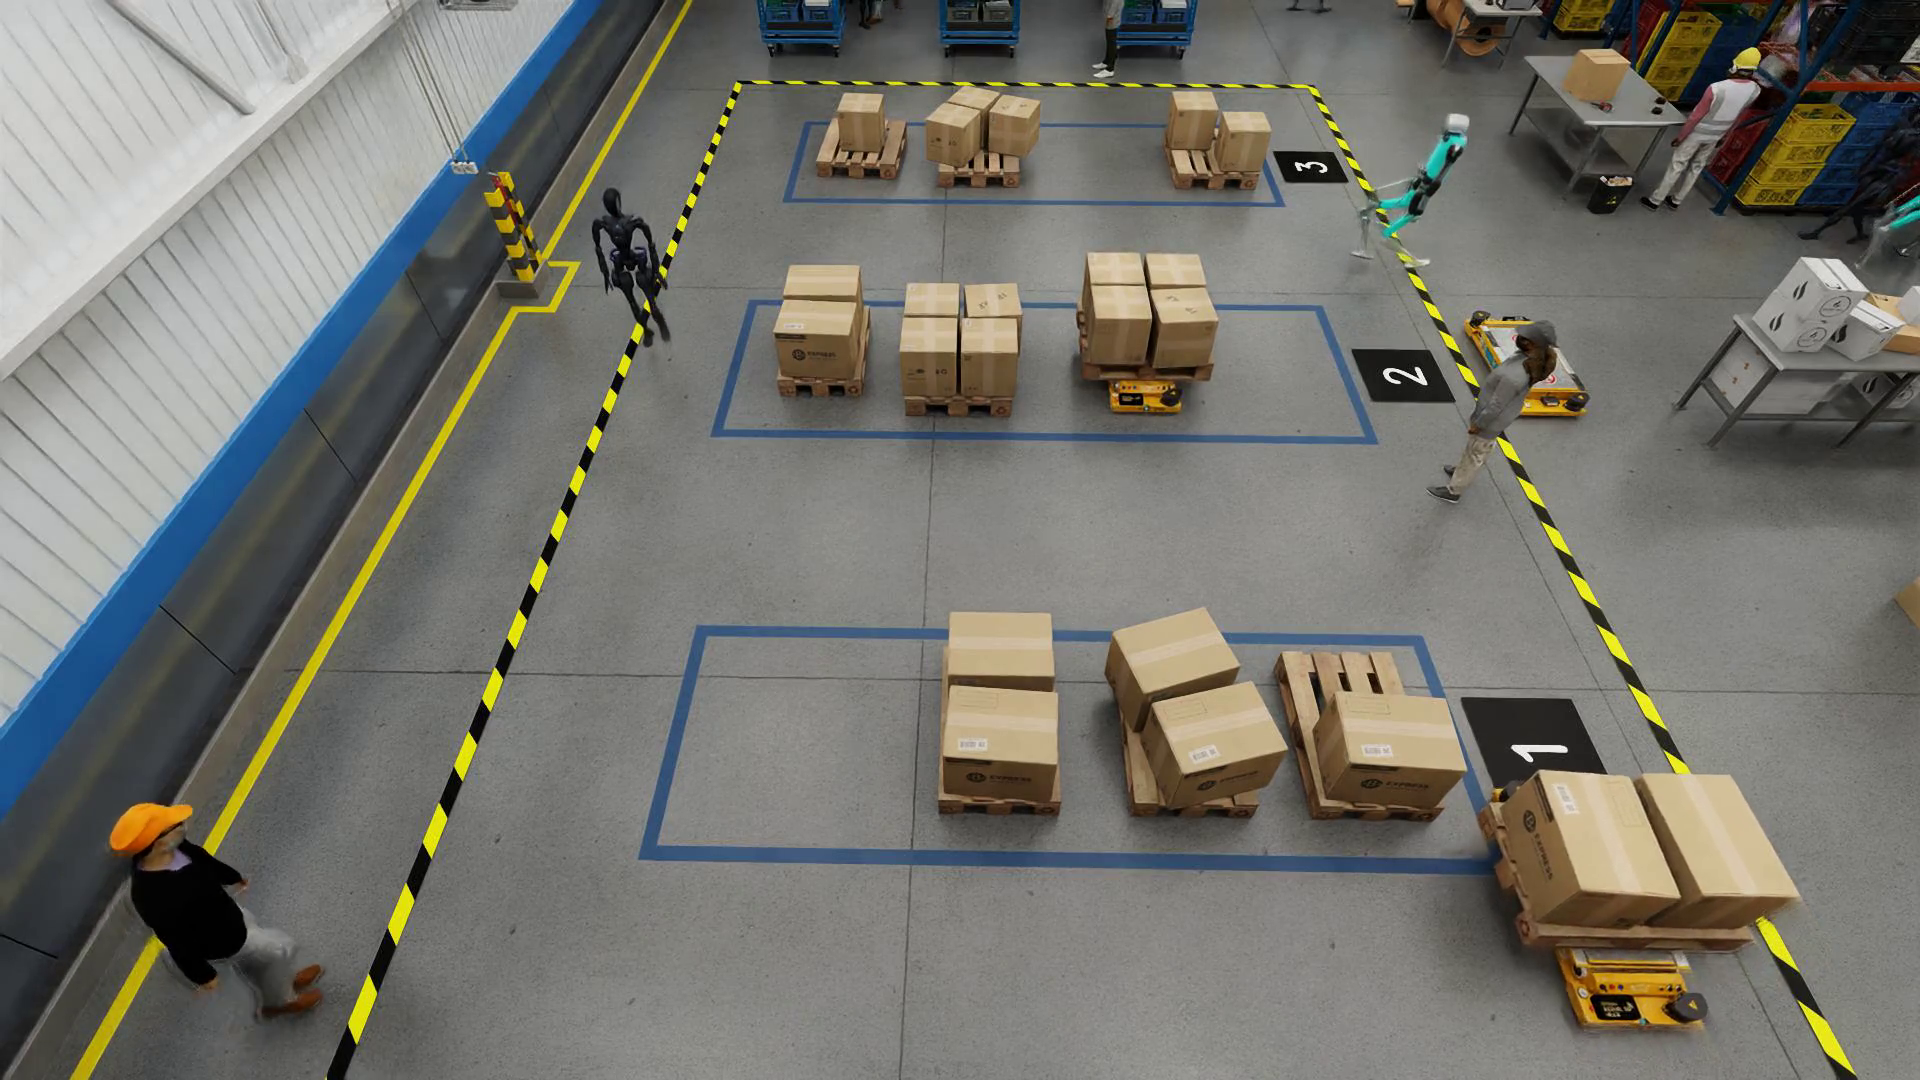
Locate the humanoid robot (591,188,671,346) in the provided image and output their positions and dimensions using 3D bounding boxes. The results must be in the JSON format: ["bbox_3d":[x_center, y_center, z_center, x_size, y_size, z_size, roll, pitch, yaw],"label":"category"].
[{"bbox_3d":[-3.160,-2.595,8.845,0.603,1.645,0.334,-7,49,-6],"label":"humanoid robot"}]

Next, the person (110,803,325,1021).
[{"bbox_3d":[-3.832,1.972,4.793,0.580,1.833,0.619,-32,56,-25],"label":"person"}]

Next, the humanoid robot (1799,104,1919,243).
[{"bbox_3d":[10.179,-4.023,10.121,0.667,1.635,0.612,2,49,2],"label":"humanoid robot"}]

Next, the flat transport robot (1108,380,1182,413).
[{"bbox_3d":[1.773,-1.807,9.079,0.652,0.197,1.431,1,49,1],"label":"flat transport robot"}]

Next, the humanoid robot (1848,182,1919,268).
[{"bbox_3d":[10.293,-3.745,9.835,0.800,1.809,0.530,11,50,10],"label":"humanoid robot"}]

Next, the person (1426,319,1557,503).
[{"bbox_3d":[4.346,-1.025,7.427,0.396,1.769,0.564,36,58,27],"label":"person"}]

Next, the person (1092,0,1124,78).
[{"bbox_3d":[2.136,-7.598,13.066,0.397,1.847,0.587,3,49,3],"label":"person"}]

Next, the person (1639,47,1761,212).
[{"bbox_3d":[8.554,-4.684,10.552,0.601,1.830,0.404,-1,49,-1],"label":"person"}]

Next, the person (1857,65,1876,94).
[{"bbox_3d":[12.956,-7.347,12.896,0.646,1.788,0.900,-10,50,-9],"label":"person"}]

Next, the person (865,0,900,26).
[{"bbox_3d":[-1.258,-9.213,14.429,0.742,1.910,0.645,-32,56,-25],"label":"person"}]

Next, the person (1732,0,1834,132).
[{"bbox_3d":[10.560,-6.223,11.752,0.529,2.029,0.620,6,49,5],"label":"person"}]

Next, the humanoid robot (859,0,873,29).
[{"bbox_3d":[-1.448,-8.992,14.375,0.315,1.657,0.599,25,54,20],"label":"humanoid robot"}]

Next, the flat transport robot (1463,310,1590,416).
[{"bbox_3d":[5.573,-1.757,9.054,0.659,0.231,1.431,1,49,1],"label":"flat transport robot"}]

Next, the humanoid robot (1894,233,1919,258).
[{"bbox_3d":[10.714,-3.736,9.706,0.533,1.677,0.735,23,53,19],"label":"humanoid robot"}]

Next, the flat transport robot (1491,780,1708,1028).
[{"bbox_3d":[3.883,2.179,5.629,0.652,0.197,1.431,1,49,1],"label":"flat transport robot"}]

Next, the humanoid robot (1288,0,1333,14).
[{"bbox_3d":[5.848,-9.409,14.771,0.740,1.636,0.591,2,49,1],"label":"humanoid robot"}]

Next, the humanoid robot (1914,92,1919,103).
[{"bbox_3d":[12.372,-5.647,11.510,0.448,1.643,0.584,-19,52,-16],"label":"humanoid robot"}]

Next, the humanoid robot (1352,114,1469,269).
[{"bbox_3d":[4.708,-3.642,9.726,1.035,1.737,0.534,11,50,10],"label":"humanoid robot"}]
